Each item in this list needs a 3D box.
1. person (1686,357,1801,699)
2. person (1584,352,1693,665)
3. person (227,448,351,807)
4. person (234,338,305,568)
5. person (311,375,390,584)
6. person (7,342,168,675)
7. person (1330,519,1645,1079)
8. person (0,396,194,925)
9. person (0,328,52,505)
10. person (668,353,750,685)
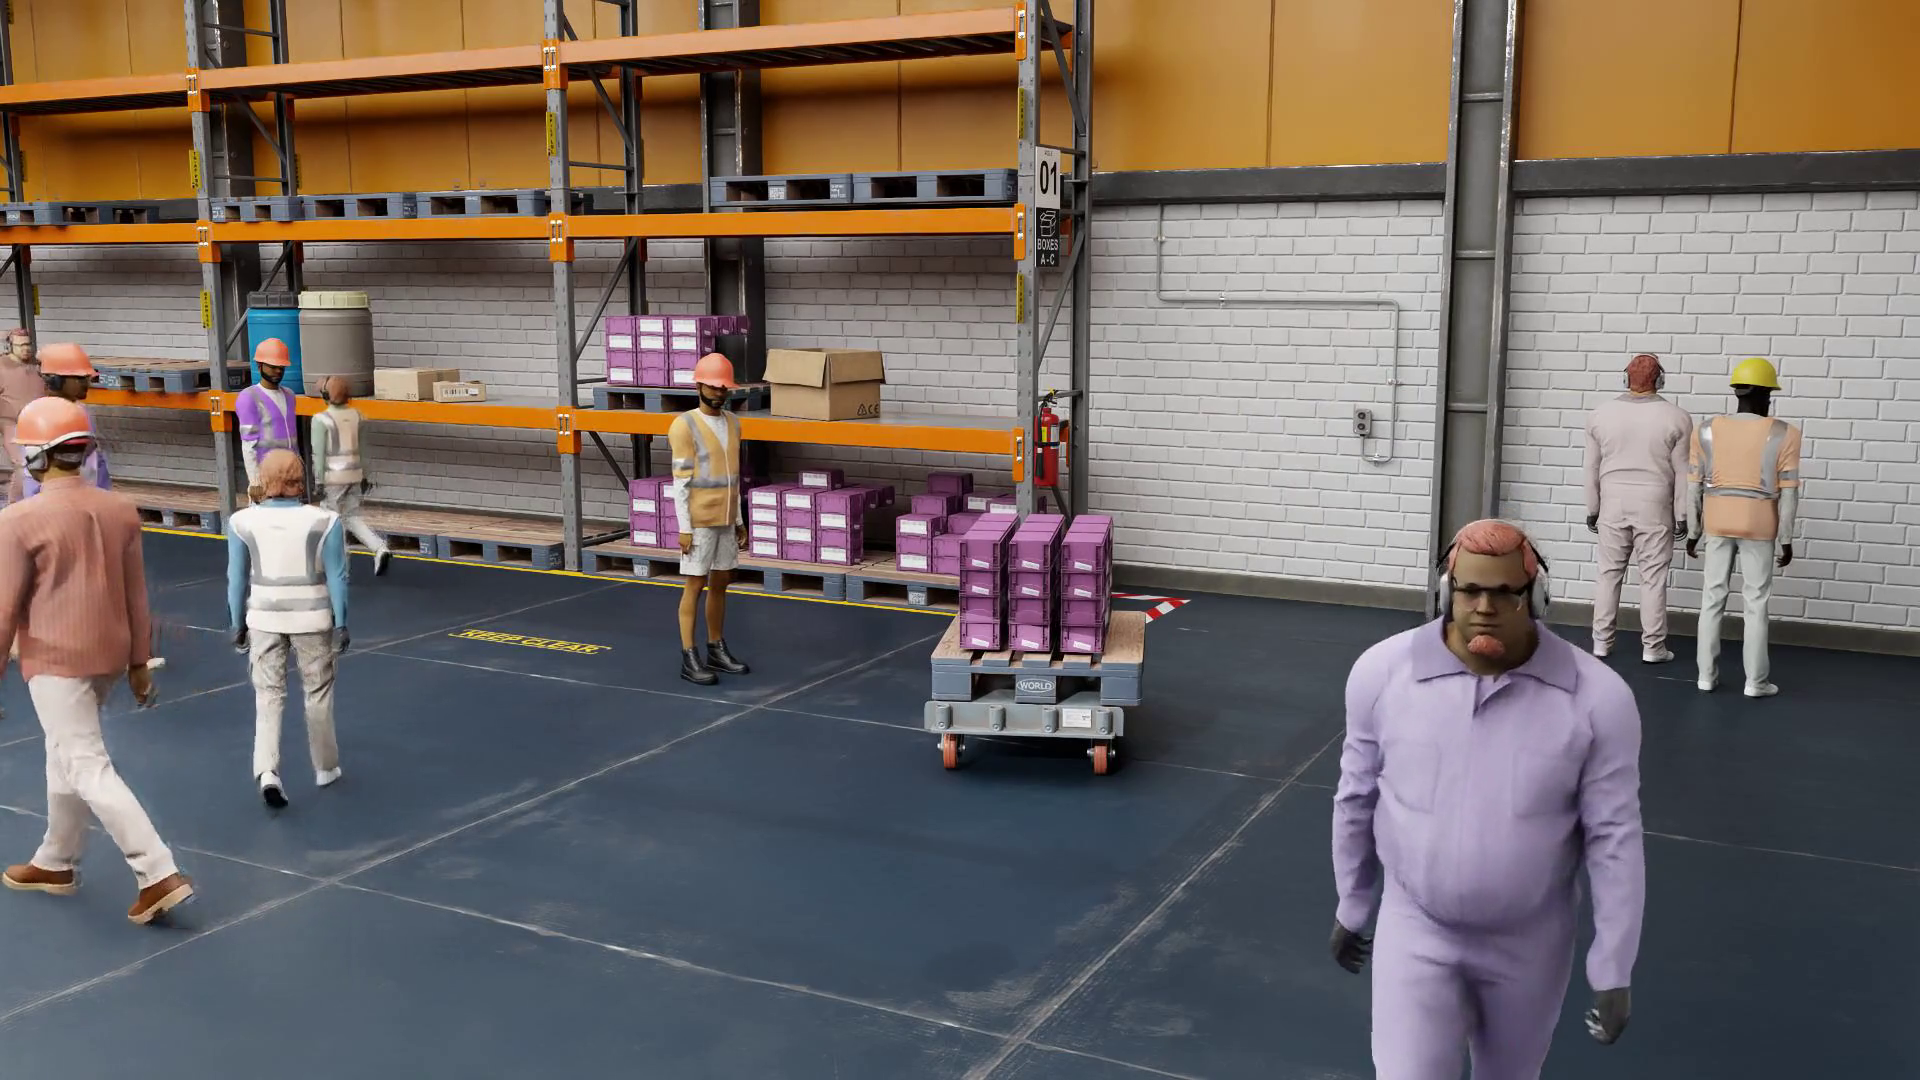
[{"bbox_3d":[4.418,-0.066,9.415,0.588,1.923,0.383,8,12,40],"label":"person"},{"bbox_3d":[4.171,-0.192,10.231,0.641,1.913,0.407,6,11,34],"label":"person"},{"bbox_3d":[-3.034,0.392,7.534,0.528,1.622,0.666,-1,9,-9],"label":"person"},{"bbox_3d":[-4.882,-0.470,11.877,0.376,1.934,0.546,3,10,16],"label":"person"},{"bbox_3d":[-4.687,-0.447,12.696,0.479,1.625,0.518,4,10,21],"label":"person"},{"bbox_3d":[-5.329,-0.173,9.868,1.027,2.001,0.608,-1,9,-4],"label":"person"},{"bbox_3d":[1.139,0.893,3.667,0.679,1.860,0.950,3,10,19],"label":"person"},{"bbox_3d":[-3.259,0.443,6.192,0.996,1.958,0.602,2,10,15],"label":"person"},{"bbox_3d":[-8.590,-1.004,15.314,0.467,1.887,0.664,5,10,28],"label":"person"},{"bbox_3d":[-1.446,-0.129,9.774,0.376,1.934,0.547,6,11,34],"label":"person"}]
